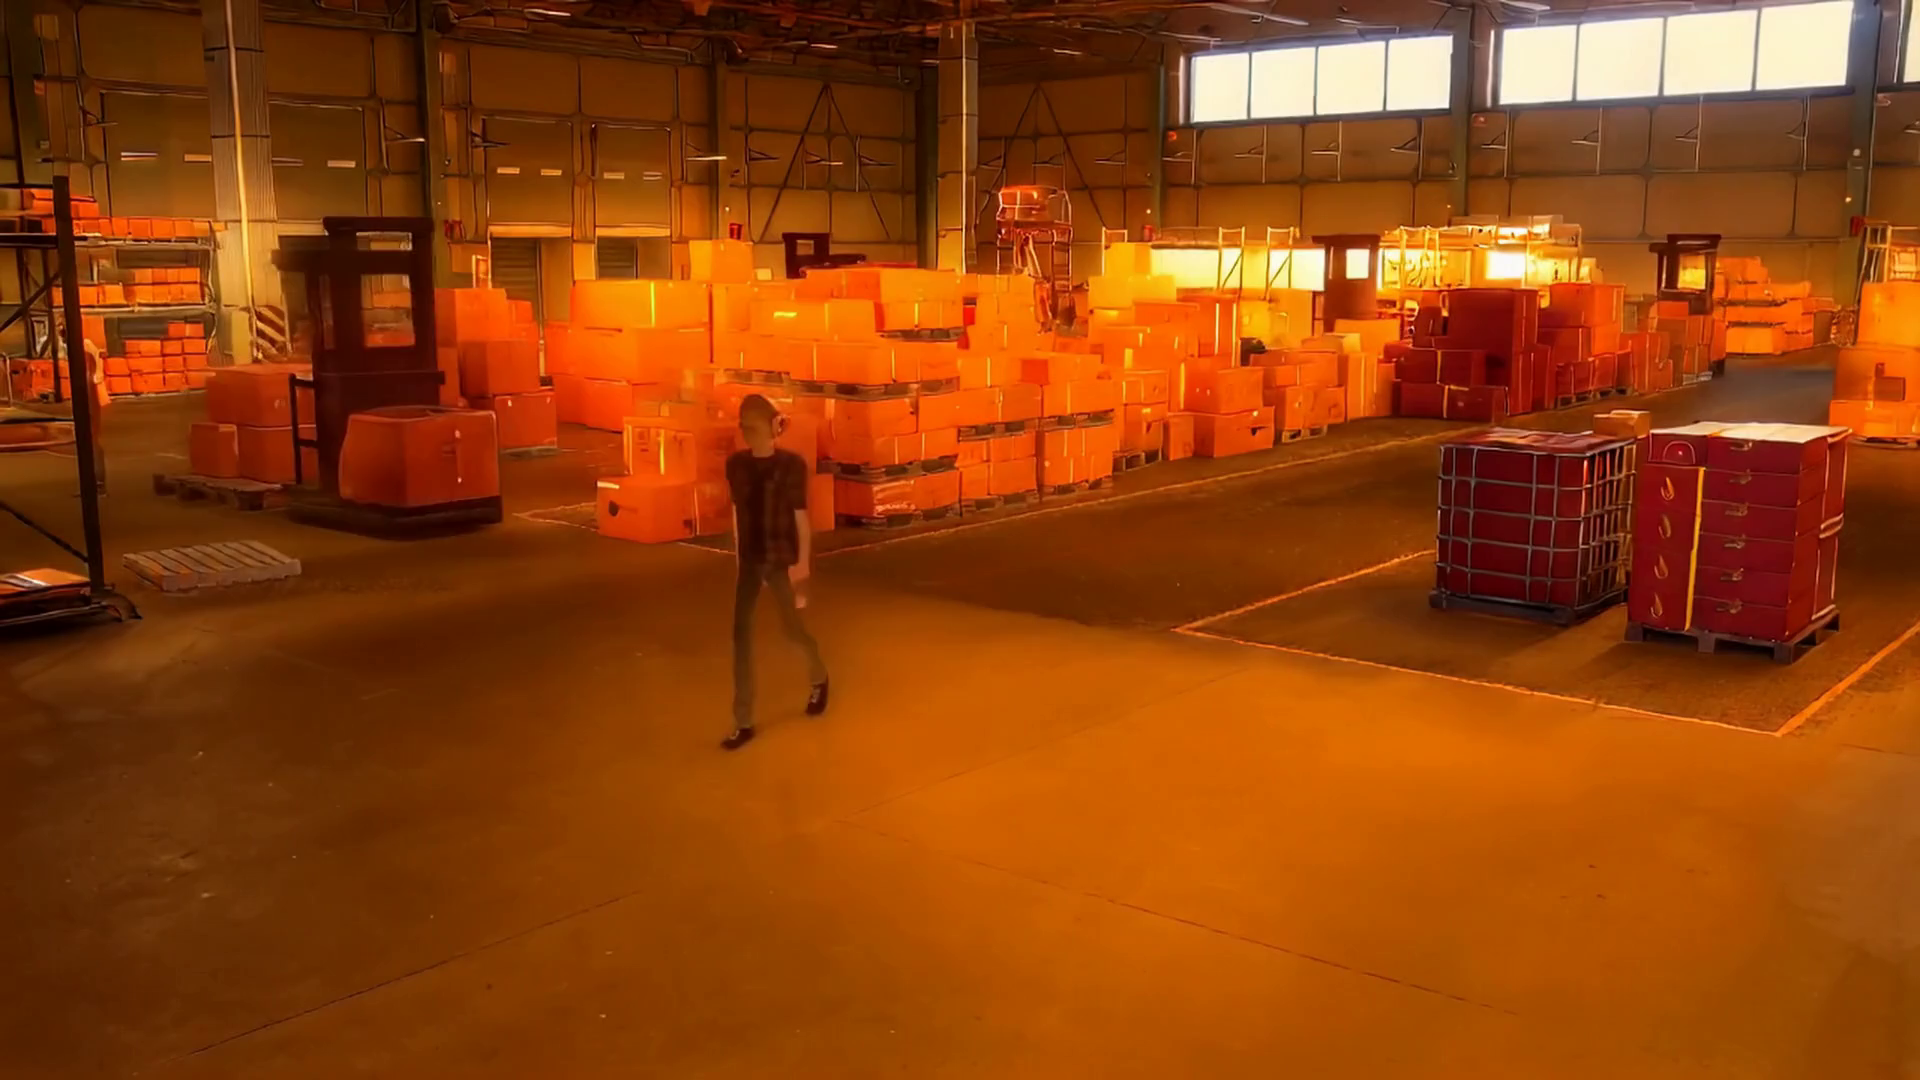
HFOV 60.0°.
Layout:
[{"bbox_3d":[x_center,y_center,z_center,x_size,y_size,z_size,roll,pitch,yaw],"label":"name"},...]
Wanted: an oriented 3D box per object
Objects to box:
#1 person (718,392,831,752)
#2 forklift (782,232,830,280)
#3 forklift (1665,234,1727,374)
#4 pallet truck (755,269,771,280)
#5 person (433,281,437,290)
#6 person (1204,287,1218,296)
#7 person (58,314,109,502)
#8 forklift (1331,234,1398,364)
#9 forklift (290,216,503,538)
[{"bbox_3d":[-0.956,0.122,8.718,0.519,1.831,0.929,4,11,21],"label":"person"},{"bbox_3d":[-2.834,-4.296,30.849,1.873,2.768,1.129,8,13,40],"label":"forklift"},{"bbox_3d":[14.485,-4.682,33.047,1.129,2.768,1.873,8,13,40],"label":"forklift"},{"bbox_3d":[-4.996,-6.432,45.525,1.885,1.965,0.823,-6,12,-32],"label":"pallet truck"},{"bbox_3d":[-10.590,-4.348,33.917,0.701,1.910,0.577,1,10,7],"label":"person"},{"bbox_3d":[4.066,-3.110,26.853,0.772,1.910,0.654,-8,13,-38],"label":"person"},{"bbox_3d":[-8.867,-1.349,16.852,0.409,1.909,0.592,-8,13,-37],"label":"person"},{"bbox_3d":[8.159,-4.906,34.322,1.129,2.768,1.873,-3,10,-16],"label":"forklift"},{"bbox_3d":[-5.173,-1.531,15.107,1.873,2.768,1.129,8,13,40],"label":"forklift"}]
